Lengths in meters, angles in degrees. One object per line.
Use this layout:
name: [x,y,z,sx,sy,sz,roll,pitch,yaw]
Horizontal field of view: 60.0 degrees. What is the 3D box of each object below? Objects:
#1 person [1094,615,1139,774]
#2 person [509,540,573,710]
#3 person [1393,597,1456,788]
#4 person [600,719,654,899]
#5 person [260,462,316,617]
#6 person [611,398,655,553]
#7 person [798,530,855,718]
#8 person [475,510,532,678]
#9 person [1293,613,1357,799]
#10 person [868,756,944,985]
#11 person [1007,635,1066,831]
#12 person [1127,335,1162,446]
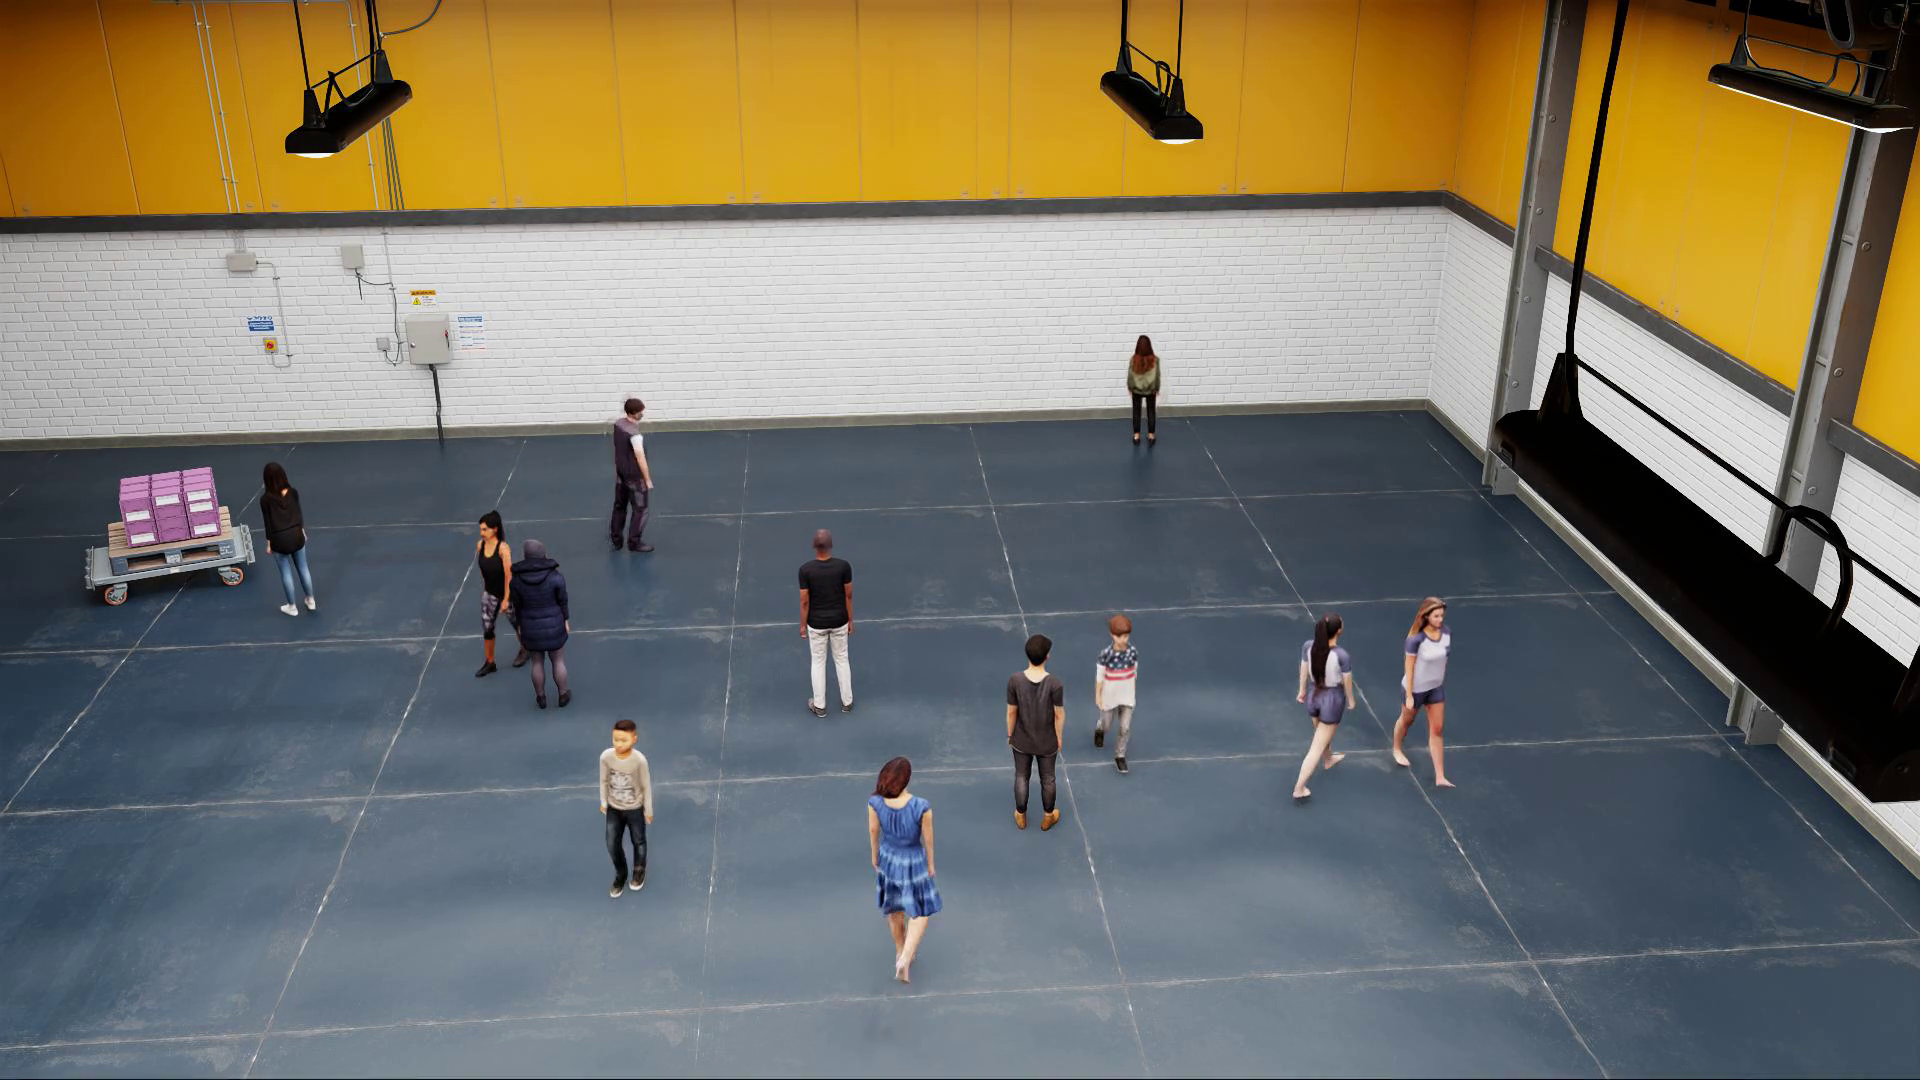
person: [1.349,1.288,14.385,0.578,1.428,0.796,-5,24,-12]
person: [-3.830,0.771,15.264,0.664,1.672,0.635,-3,24,-7]
person: [3.891,1.237,14.191,0.751,1.677,1.086,-8,25,-17]
person: [-2.528,1.995,12.734,0.620,1.455,0.629,1,24,3]
person: [-6.932,-0.023,17.112,0.657,1.645,0.702,-22,32,-40]
person: [-3.722,-0.727,18.518,0.854,1.809,0.968,16,28,32]
person: [-1.210,0.757,15.133,0.694,1.803,0.650,-6,24,-14]
person: [-4.341,0.469,15.992,0.846,1.641,0.988,9,25,19]
person: [2.994,1.417,13.867,1.039,1.606,1.072,-19,30,-37]
person: [-0.408,2.340,11.516,0.831,1.798,0.925,7,25,16]
person: [0.606,1.558,13.407,0.683,1.717,0.655,5,24,11]
person: [2.405,-1.962,21.762,0.643,1.475,0.599,4,24,8]
